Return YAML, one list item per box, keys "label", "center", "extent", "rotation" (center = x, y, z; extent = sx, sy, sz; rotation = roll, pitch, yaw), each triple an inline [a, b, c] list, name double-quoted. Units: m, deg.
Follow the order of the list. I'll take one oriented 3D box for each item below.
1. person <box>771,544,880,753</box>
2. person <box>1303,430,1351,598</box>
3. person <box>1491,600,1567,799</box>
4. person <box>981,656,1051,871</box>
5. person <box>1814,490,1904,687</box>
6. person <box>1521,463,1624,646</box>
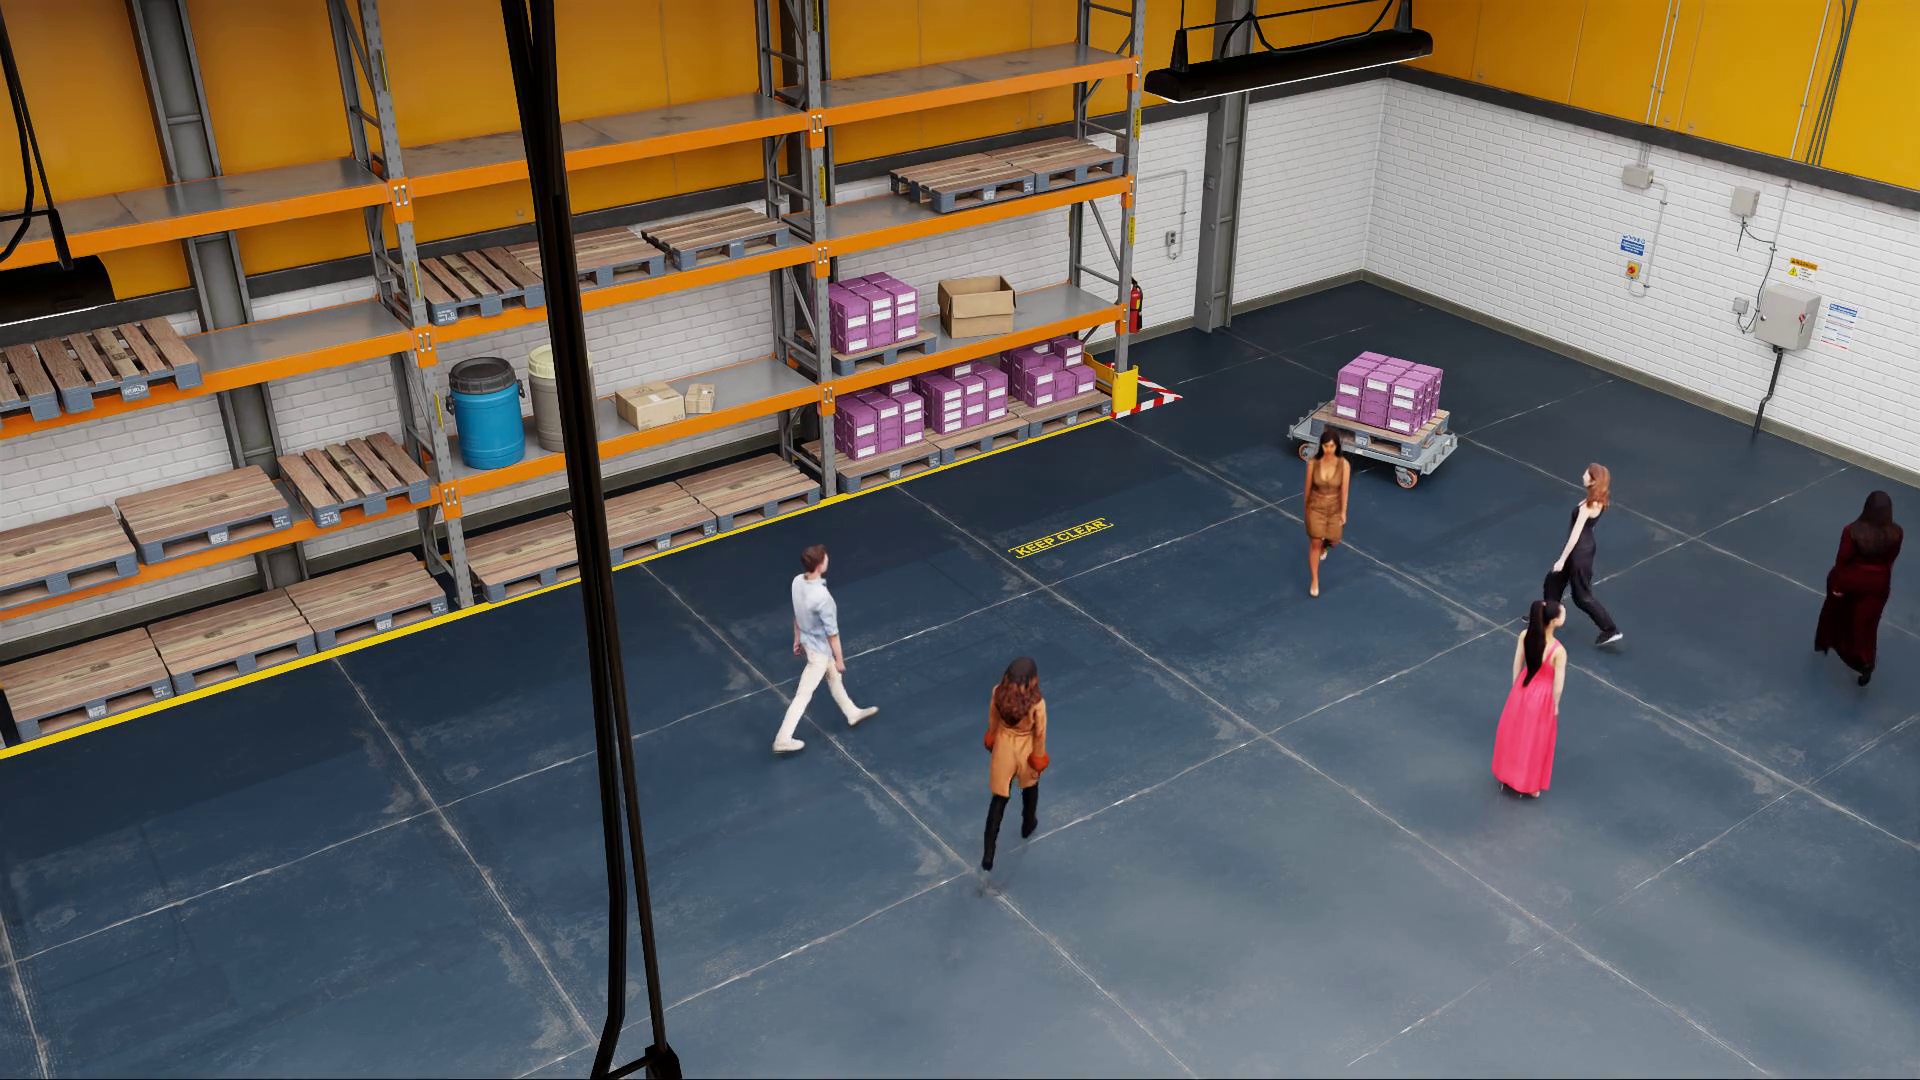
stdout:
- label: "person"
  center: [-1.225, 0.910, 13.307]
  extent: [1.248, 1.800, 0.719]
  rotation: [-16, 33, -27]
- label: "person"
  center: [3.429, -0.299, 15.658]
  extent: [0.875, 1.671, 0.922]
  rotation: [4, 29, 6]
- label: "person"
  center: [4.413, 1.226, 12.805]
  extent: [0.561, 1.726, 0.608]
  rotation: [-20, 34, -32]
- label: "person"
  center: [0.372, 1.630, 12.097]
  extent: [1.079, 1.695, 1.215]
  rotation: [10, 30, 17]
- label: "person"
  center: [7.755, 0.433, 14.258]
  extent: [1.094, 1.727, 1.165]
  rotation: [5, 29, 10]
- label: "person"
  center: [5.592, 0.161, 14.767]
  extent: [0.991, 1.717, 1.122]
  rotation: [13, 31, 23]
